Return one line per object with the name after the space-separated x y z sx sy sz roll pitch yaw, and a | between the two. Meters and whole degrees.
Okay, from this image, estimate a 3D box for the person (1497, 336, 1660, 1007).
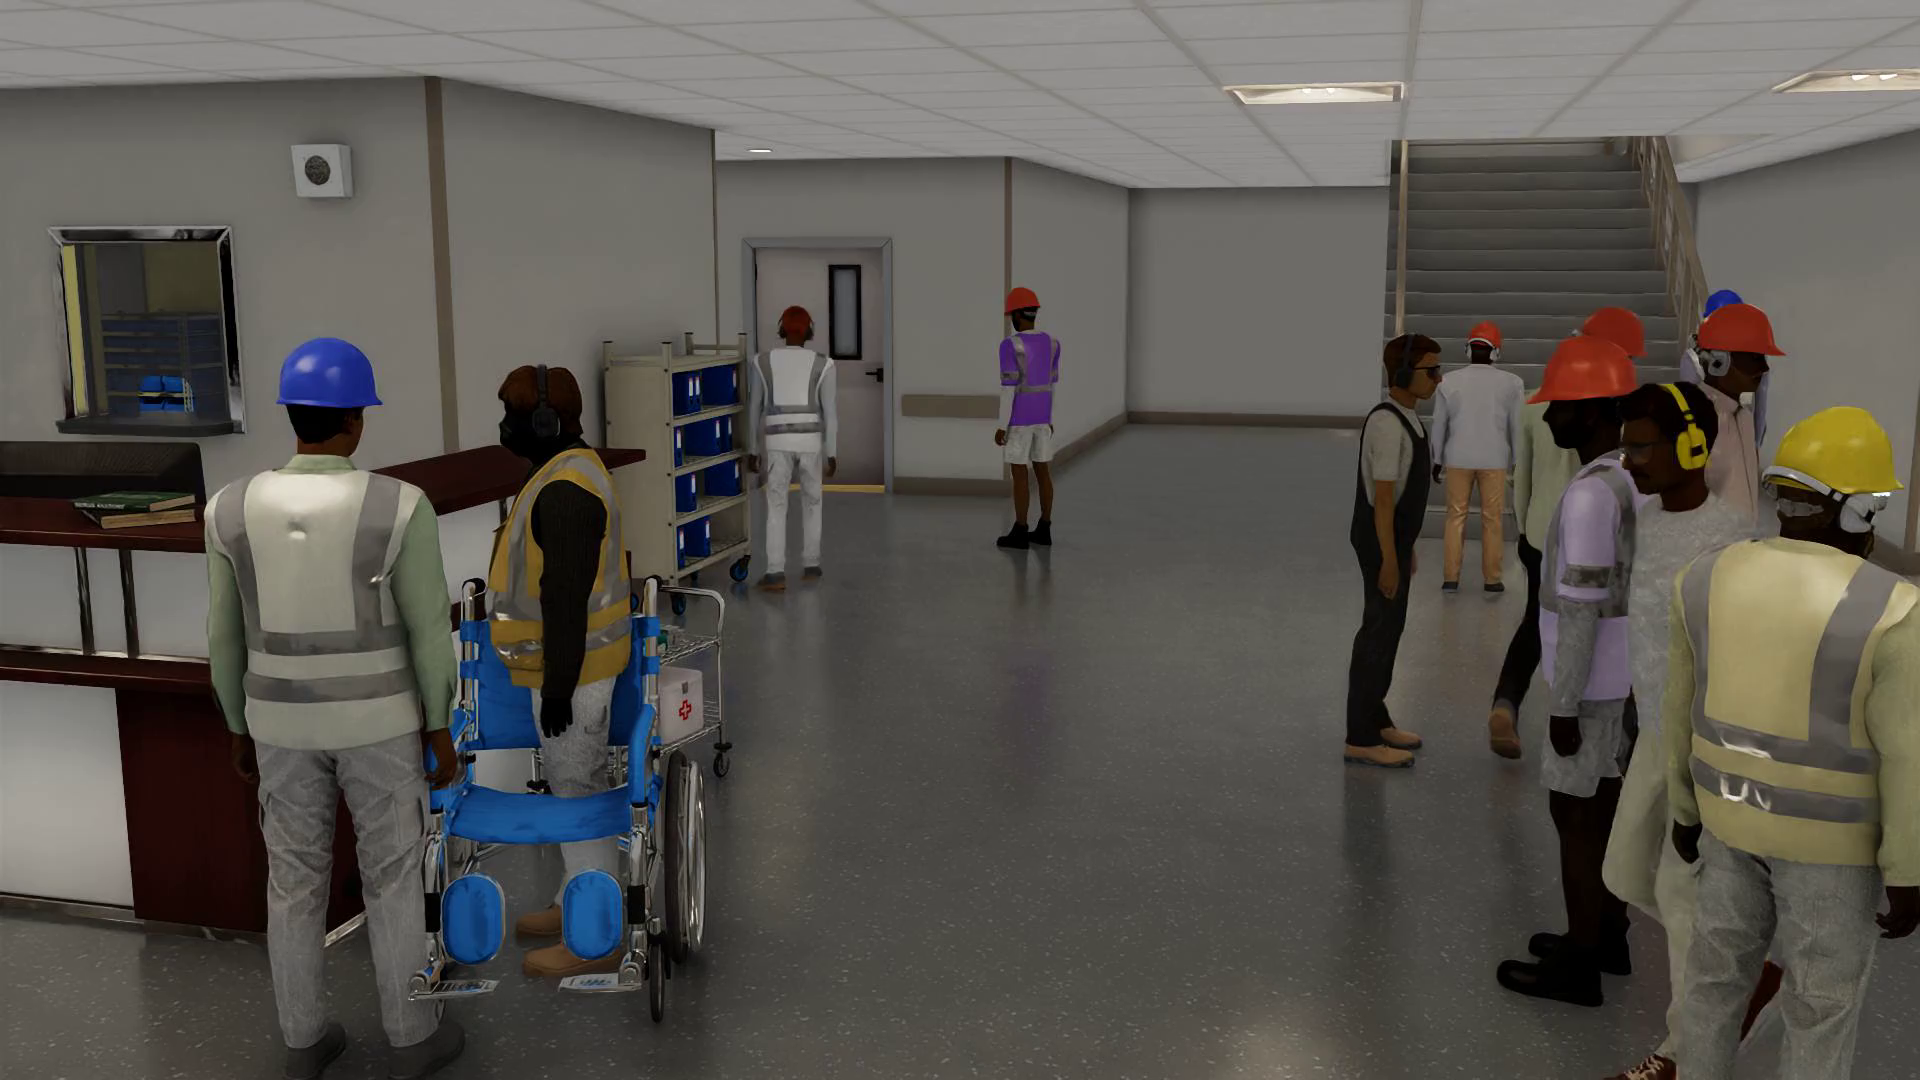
1.797 0.380 4.821 0.384 1.929 0.547 7 12 36 | person

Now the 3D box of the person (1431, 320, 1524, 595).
3.317 -0.525 10.656 0.573 1.750 0.344 4 10 20 | person

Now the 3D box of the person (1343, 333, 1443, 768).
1.840 0.044 7.069 0.345 1.838 0.502 4 10 23 | person

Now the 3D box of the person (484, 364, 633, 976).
-1.215 0.386 5.063 0.429 1.837 0.626 -3 10 -15 | person

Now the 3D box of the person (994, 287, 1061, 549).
0.478 -0.899 12.323 0.543 1.932 0.370 -8 12 -38 | person

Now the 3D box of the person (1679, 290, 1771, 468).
4.823 -0.611 10.627 0.629 1.942 0.422 -2 10 -9 | person

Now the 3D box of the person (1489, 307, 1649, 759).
2.597 0.002 7.023 0.633 1.956 0.787 9 13 43 | person

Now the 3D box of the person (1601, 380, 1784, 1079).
1.894 0.518 4.236 0.505 1.848 0.591 -1 10 -8 | person

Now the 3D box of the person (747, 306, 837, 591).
-1.105 -0.599 10.869 0.600 1.842 0.792 0 10 -1 | person

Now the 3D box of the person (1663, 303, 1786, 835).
2.792 0.116 6.205 0.415 1.985 0.611 9 13 43 | person

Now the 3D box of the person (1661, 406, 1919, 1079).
1.845 0.621 3.668 0.404 1.829 0.600 -6 11 -31 | person

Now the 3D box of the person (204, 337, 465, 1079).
-1.595 0.457 4.291 0.615 1.945 0.406 0 10 1 | person
